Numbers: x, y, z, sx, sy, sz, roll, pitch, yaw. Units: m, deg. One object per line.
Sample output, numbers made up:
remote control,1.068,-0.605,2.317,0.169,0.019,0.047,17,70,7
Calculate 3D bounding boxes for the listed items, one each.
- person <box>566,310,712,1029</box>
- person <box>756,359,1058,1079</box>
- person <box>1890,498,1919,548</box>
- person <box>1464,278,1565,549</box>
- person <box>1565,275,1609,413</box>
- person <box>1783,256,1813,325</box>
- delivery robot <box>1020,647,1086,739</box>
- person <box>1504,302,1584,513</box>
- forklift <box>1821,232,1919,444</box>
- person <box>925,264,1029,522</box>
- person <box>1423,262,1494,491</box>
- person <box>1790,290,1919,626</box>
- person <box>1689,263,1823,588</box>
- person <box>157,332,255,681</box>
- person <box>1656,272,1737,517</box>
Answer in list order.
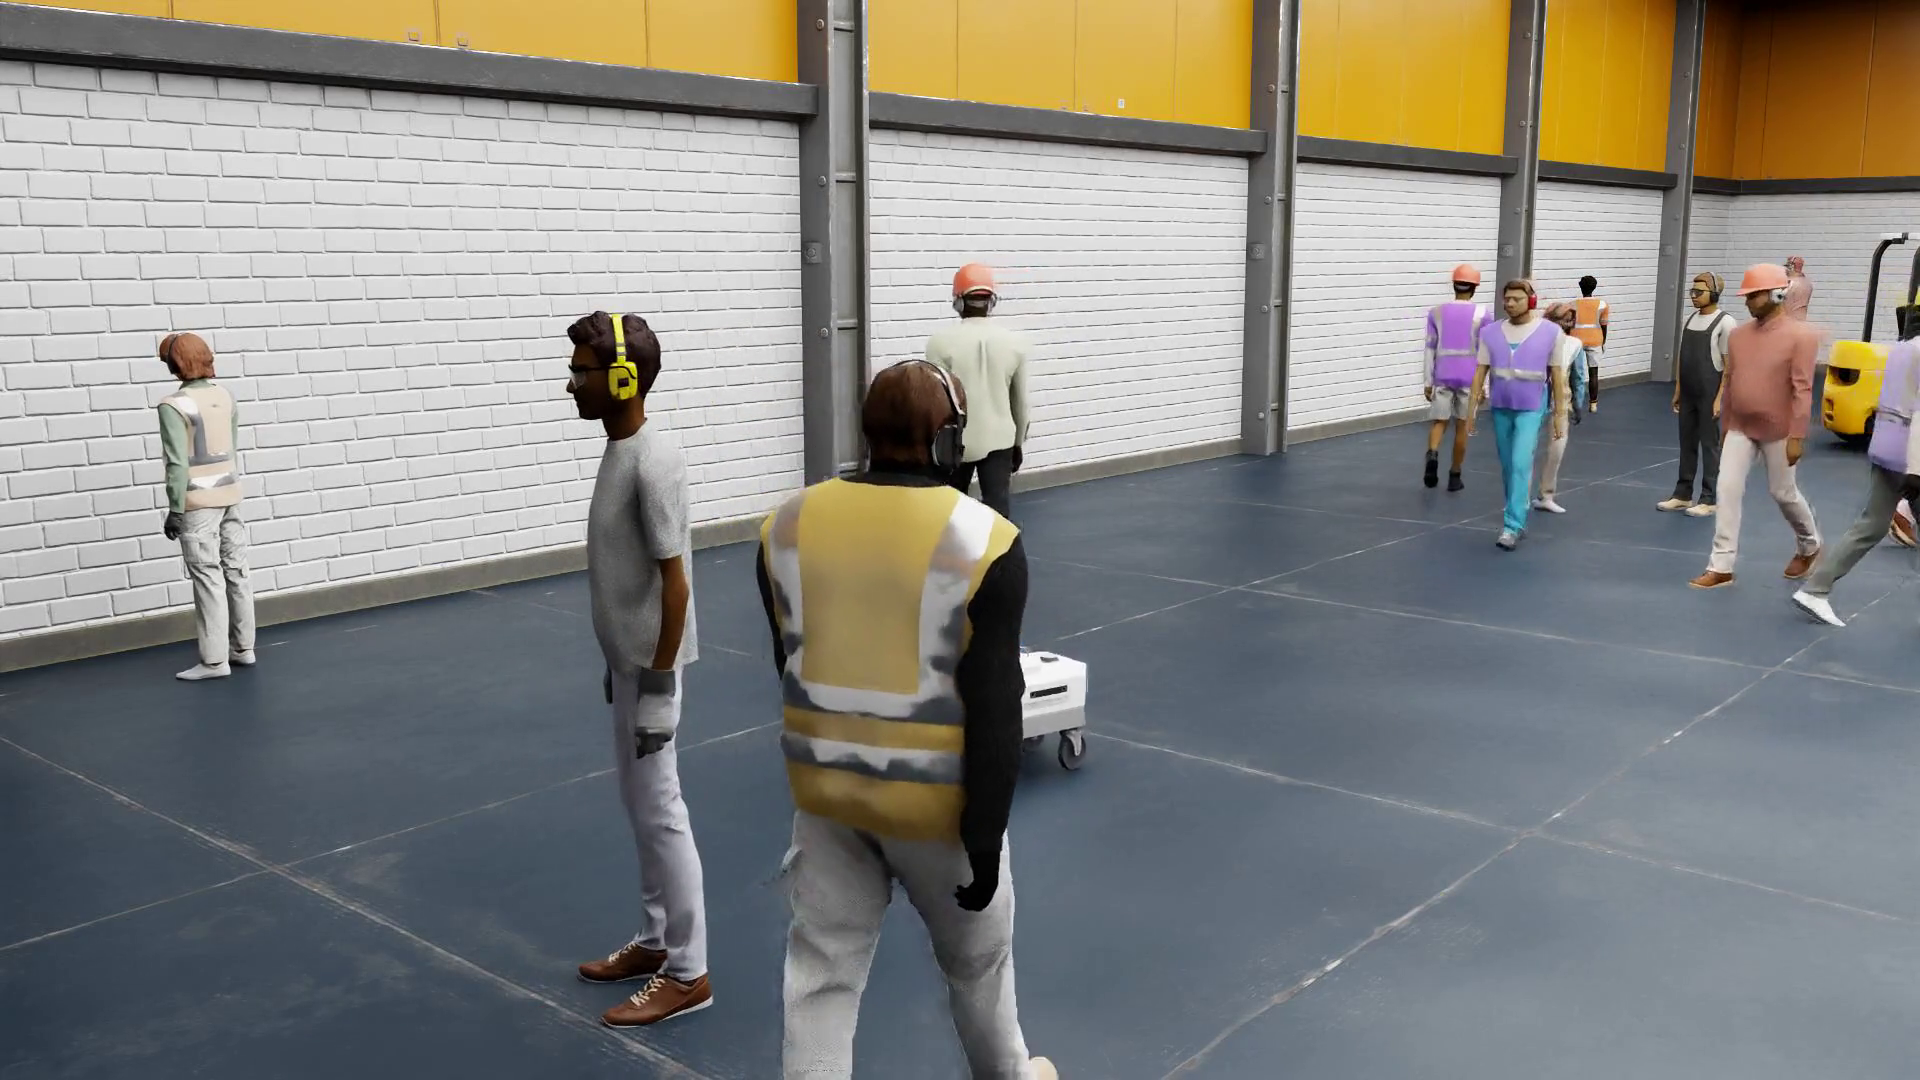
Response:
person,-0.849,0.339,4.364,0.310,1.868,0.533,-4,11,-22
person,-0.100,0.523,3.541,0.624,1.796,0.913,4,11,23
person,6.704,-0.861,10.994,0.915,1.954,0.600,2,10,11
person,3.704,-0.845,11.232,0.605,1.811,0.826,9,13,41
person,7.725,-2.415,20.557,0.531,1.694,0.320,3,10,17
person,11.695,-3.034,23.459,0.638,1.910,0.407,-8,13,-37
delivery robot,0.142,0.595,6.379,0.707,0.478,0.477,-7,12,-35
person,4.429,-0.991,12.656,0.618,1.623,0.337,0,10,-1
forklift,9.955,-1.972,16.595,2.313,2.155,1.214,1,10,8
person,0.090,-0.546,9.201,0.653,1.938,1.046,-3,10,-18
person,4.086,-1.328,13.722,0.542,1.917,0.628,6,11,29
person,4.989,-0.444,8.849,0.937,1.869,0.647,1,10,6
person,4.866,-0.684,9.997,0.981,1.952,0.627,-6,11,-30
person,-3.556,-0.154,7.833,0.314,1.636,0.515,2,10,10
person,5.616,-1.100,12.621,0.344,1.847,0.505,-3,11,-19
